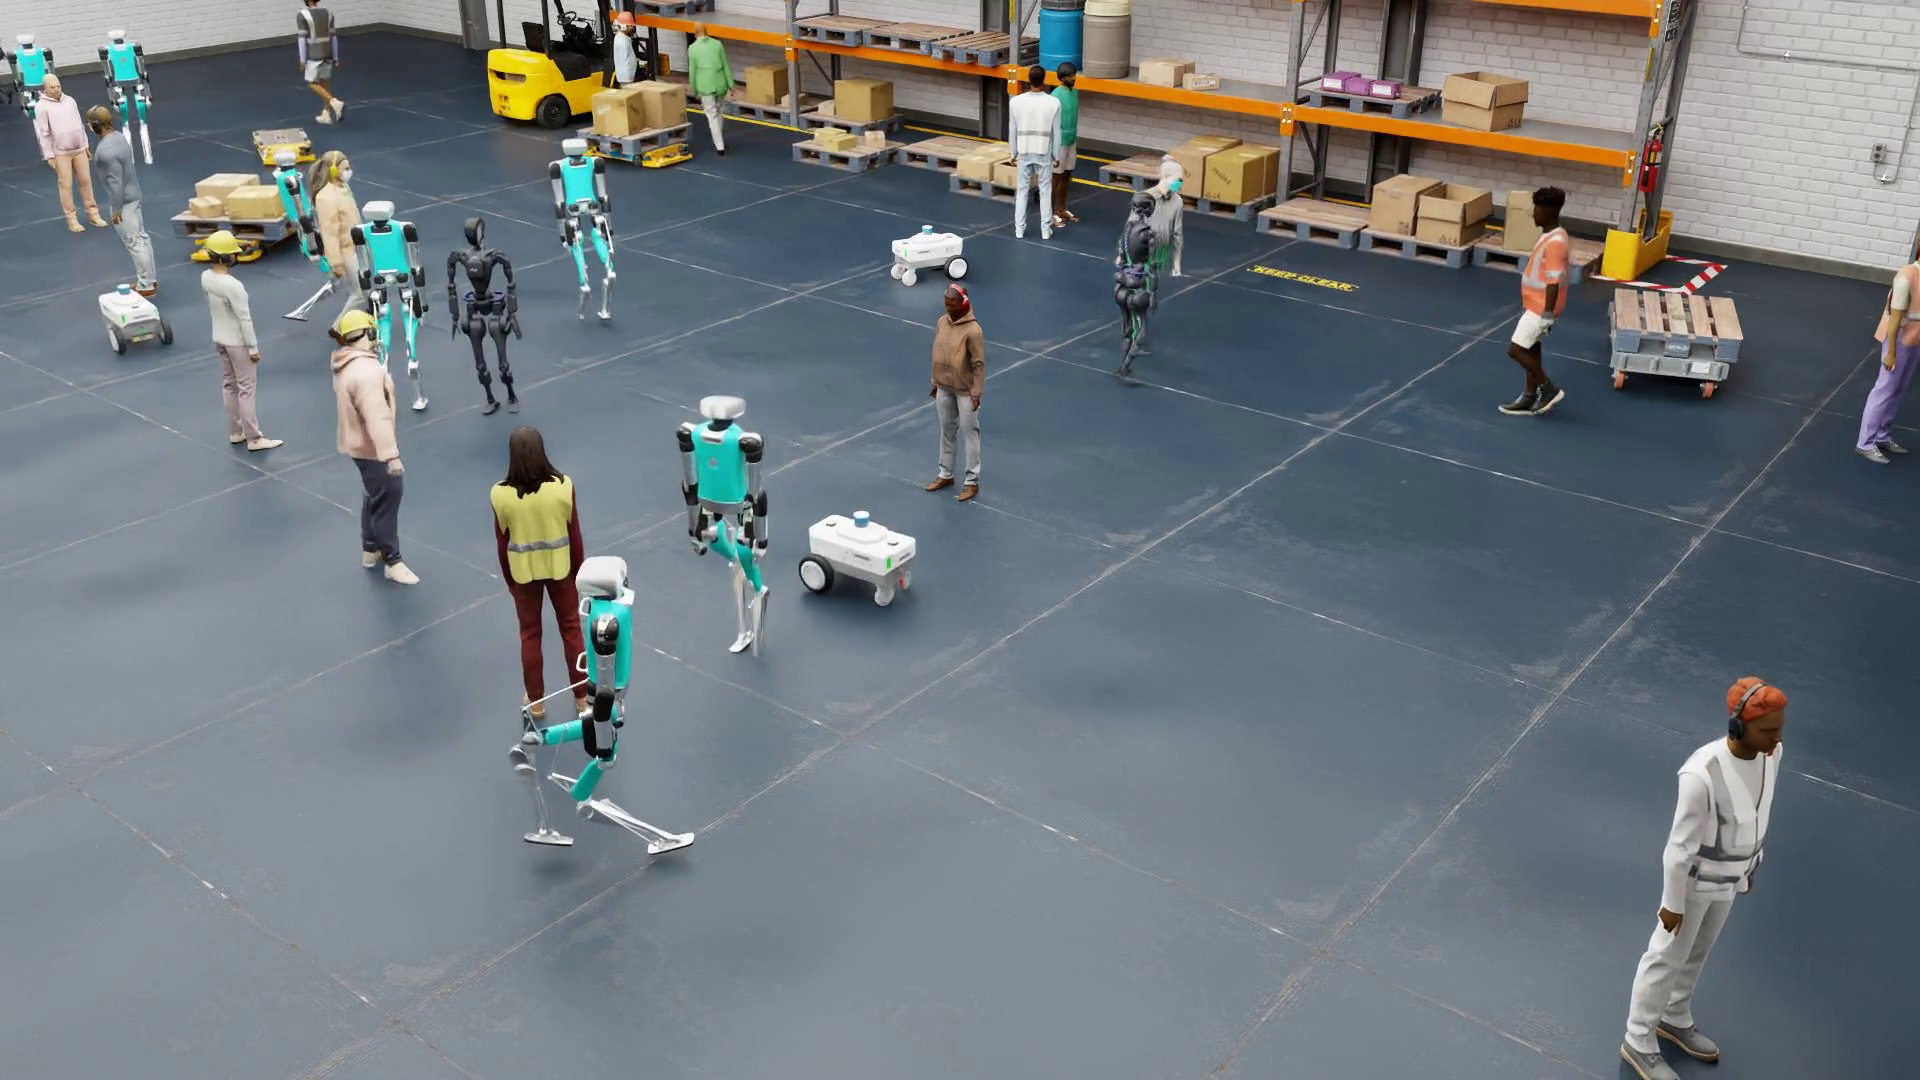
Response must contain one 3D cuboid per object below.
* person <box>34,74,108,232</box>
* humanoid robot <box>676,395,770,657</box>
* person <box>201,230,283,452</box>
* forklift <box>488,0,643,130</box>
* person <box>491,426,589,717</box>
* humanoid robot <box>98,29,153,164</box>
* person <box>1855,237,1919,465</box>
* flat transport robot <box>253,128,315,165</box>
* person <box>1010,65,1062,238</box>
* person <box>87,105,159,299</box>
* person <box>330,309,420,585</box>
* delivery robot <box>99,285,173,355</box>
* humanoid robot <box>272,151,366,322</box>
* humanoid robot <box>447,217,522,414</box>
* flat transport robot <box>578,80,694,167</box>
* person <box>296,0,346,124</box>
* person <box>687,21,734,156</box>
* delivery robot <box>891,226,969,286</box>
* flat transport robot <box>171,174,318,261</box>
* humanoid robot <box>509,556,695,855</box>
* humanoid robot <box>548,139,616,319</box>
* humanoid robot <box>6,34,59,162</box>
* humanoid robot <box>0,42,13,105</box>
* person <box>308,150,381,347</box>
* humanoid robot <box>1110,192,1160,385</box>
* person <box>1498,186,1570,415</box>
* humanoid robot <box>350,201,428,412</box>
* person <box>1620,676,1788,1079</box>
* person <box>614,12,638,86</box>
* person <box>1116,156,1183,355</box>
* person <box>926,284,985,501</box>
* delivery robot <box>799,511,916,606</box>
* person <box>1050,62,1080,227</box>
[{"bbox_3d":[-10.222,-4.432,19.019,0.409,1.775,0.537,15,30,28],"label":"person"},{"bbox_3d":[-1.325,-0.062,10.113,0.546,1.873,0.713,8,27,17],"label":"humanoid robot"},{"bbox_3d":[-5.687,-1.566,13.099,0.523,1.762,0.327,18,31,33],"label":"person"},{"bbox_3d":[-5.874,-7.334,24.552,1.214,2.155,2.313,19,32,34],"label":"forklift"},{"bbox_3d":[-2.362,0.198,9.440,0.469,1.766,0.363,-7,27,-14],"label":"person"},{"bbox_3d":[-10.994,-5.849,22.020,0.536,1.821,0.655,-14,29,-27],"label":"humanoid robot"},{"bbox_3d":[7.313,-1.516,12.897,0.569,1.845,0.384,-19,32,-34],"label":"person"},{"bbox_3d":[-9.244,-5.381,22.714,0.659,0.231,1.431,-12,28,-23],"label":"flat transport robot"},{"bbox_3d":[0.843,-4.343,18.688,0.588,1.909,0.386,4,26,9],"label":"person"},{"bbox_3d":[-8.369,-3.364,16.623,0.376,1.937,0.627,-6,26,-12],"label":"person"},{"bbox_3d":[-3.904,-0.591,11.016,0.411,1.822,0.856,-13,29,-25],"label":"person"},{"bbox_3d":[-7.755,-2.084,15.557,0.499,0.595,0.792,-21,33,-36],"label":"delivery robot"},{"bbox_3d":[-6.032,-2.847,15.779,0.994,1.725,0.541,-15,30,-28],"label":"humanoid robot"},{"bbox_3d":[-3.937,-1.858,13.785,0.591,1.650,0.335,0,26,0],"label":"humanoid robot"},{"bbox_3d":[-4.368,-5.258,22.460,1.431,0.231,0.659,16,30,30],"label":"flat transport robot"},{"bbox_3d":[-9.247,-7.021,24.104,0.716,2.018,0.632,14,29,27],"label":"person"},{"bbox_3d":[-3.414,-6.162,22.653,0.583,1.726,0.893,-14,29,-26],"label":"person"},{"bbox_3d":[-0.323,-2.989,17.449,0.813,0.609,0.499,-13,29,-25],"label":"delivery robot"},{"bbox_3d":[-7.939,-3.392,18.595,0.659,0.231,1.431,2,26,4],"label":"flat transport robot"},{"bbox_3d":[-1.881,0.884,8.097,1.064,1.744,0.562,-2,26,-4],"label":"humanoid robot"},{"bbox_3d":[-3.522,-2.864,15.834,0.542,1.801,0.819,-11,28,-22],"label":"humanoid robot"},{"bbox_3d":[-12.074,-5.749,21.809,0.541,1.781,0.824,-15,30,-29],"label":"humanoid robot"},{"bbox_3d":[-14.893,-7.533,25.565,0.632,1.634,0.609,9,27,17],"label":"humanoid robot"},{"bbox_3d":[-5.595,-2.626,15.190,0.462,1.857,0.559,-2,26,-3],"label":"person"},{"bbox_3d":[1.479,-2.194,14.502,0.471,1.648,0.607,-12,28,-23],"label":"humanoid robot"},{"bbox_3d":[4.742,-1.935,13.647,0.438,1.946,0.615,7,27,15],"label":"person"},{"bbox_3d":[-4.686,-1.845,13.733,0.537,1.819,0.658,-3,26,-6],"label":"humanoid robot"},{"bbox_3d":[3.077,1.393,6.832,0.573,1.881,0.357,-17,30,-31],"label":"person"},{"bbox_3d":[-4.671,-6.541,23.427,0.351,1.739,0.572,-6,26,-12],"label":"person"},{"bbox_3d":[1.761,-2.594,15.166,0.576,1.809,0.631,-12,28,-24],"label":"person"},{"bbox_3d":[-0.011,-1.105,12.268,0.455,1.648,0.336,19,32,34],"label":"person"},{"bbox_3d":[-0.668,0.094,11.066,0.783,0.612,0.525,17,30,31],"label":"delivery robot"},{"bbox_3d":[1.180,-4.583,19.245,0.381,1.848,0.507,17,31,31],"label":"person"}]
